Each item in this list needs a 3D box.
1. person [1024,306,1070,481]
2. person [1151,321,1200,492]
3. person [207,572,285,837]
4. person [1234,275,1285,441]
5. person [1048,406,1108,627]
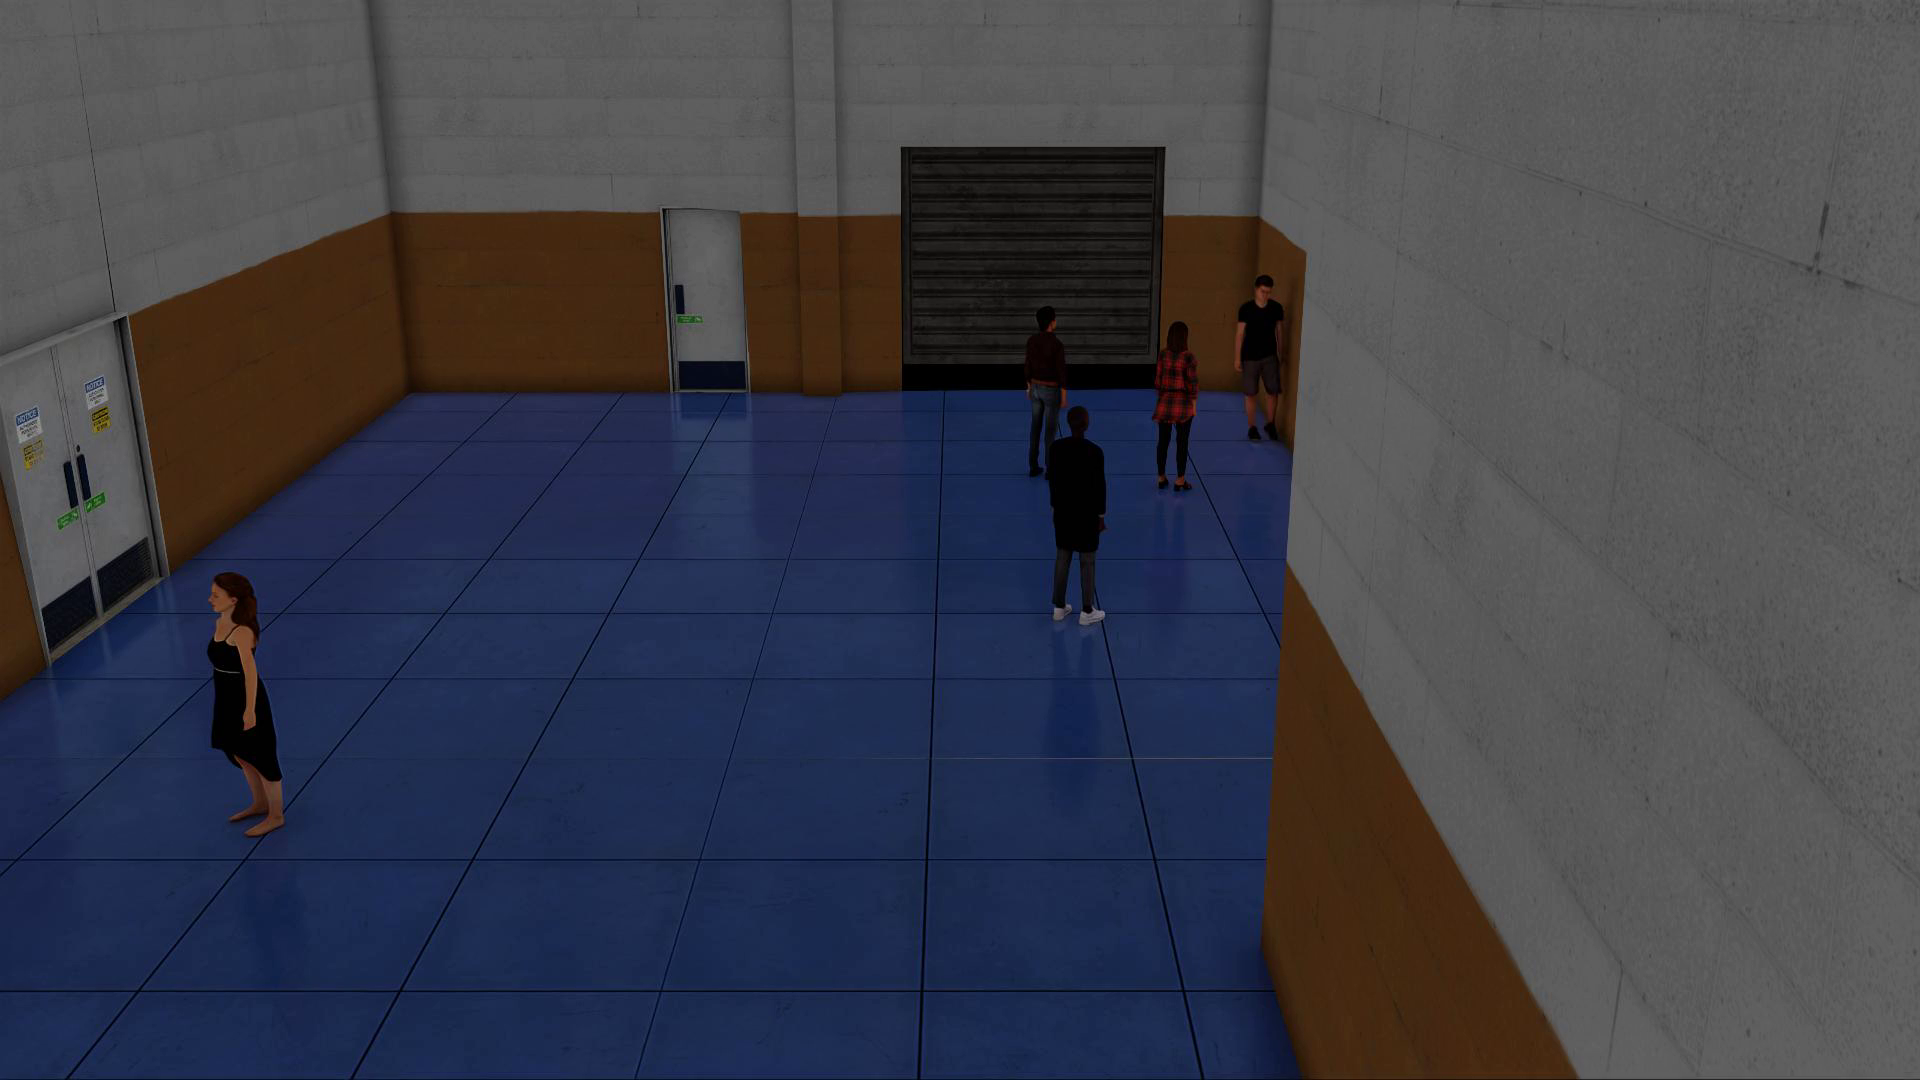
[{"bbox_3d":[0.866,-1.503,16.957,0.684,1.781,0.780,14,23,36],"label":"person"},{"bbox_3d":[2.146,-1.339,16.593,0.677,1.702,0.767,13,23,34],"label":"person"},{"bbox_3d":[-4.253,0.962,9.890,0.742,1.625,0.688,-16,24,-40],"label":"person"},{"bbox_3d":[3.320,-2.000,18.334,0.587,1.843,0.790,1,19,3],"label":"person"},{"bbox_3d":[0.915,-0.201,13.126,0.676,1.761,0.789,11,22,30],"label":"person"}]
